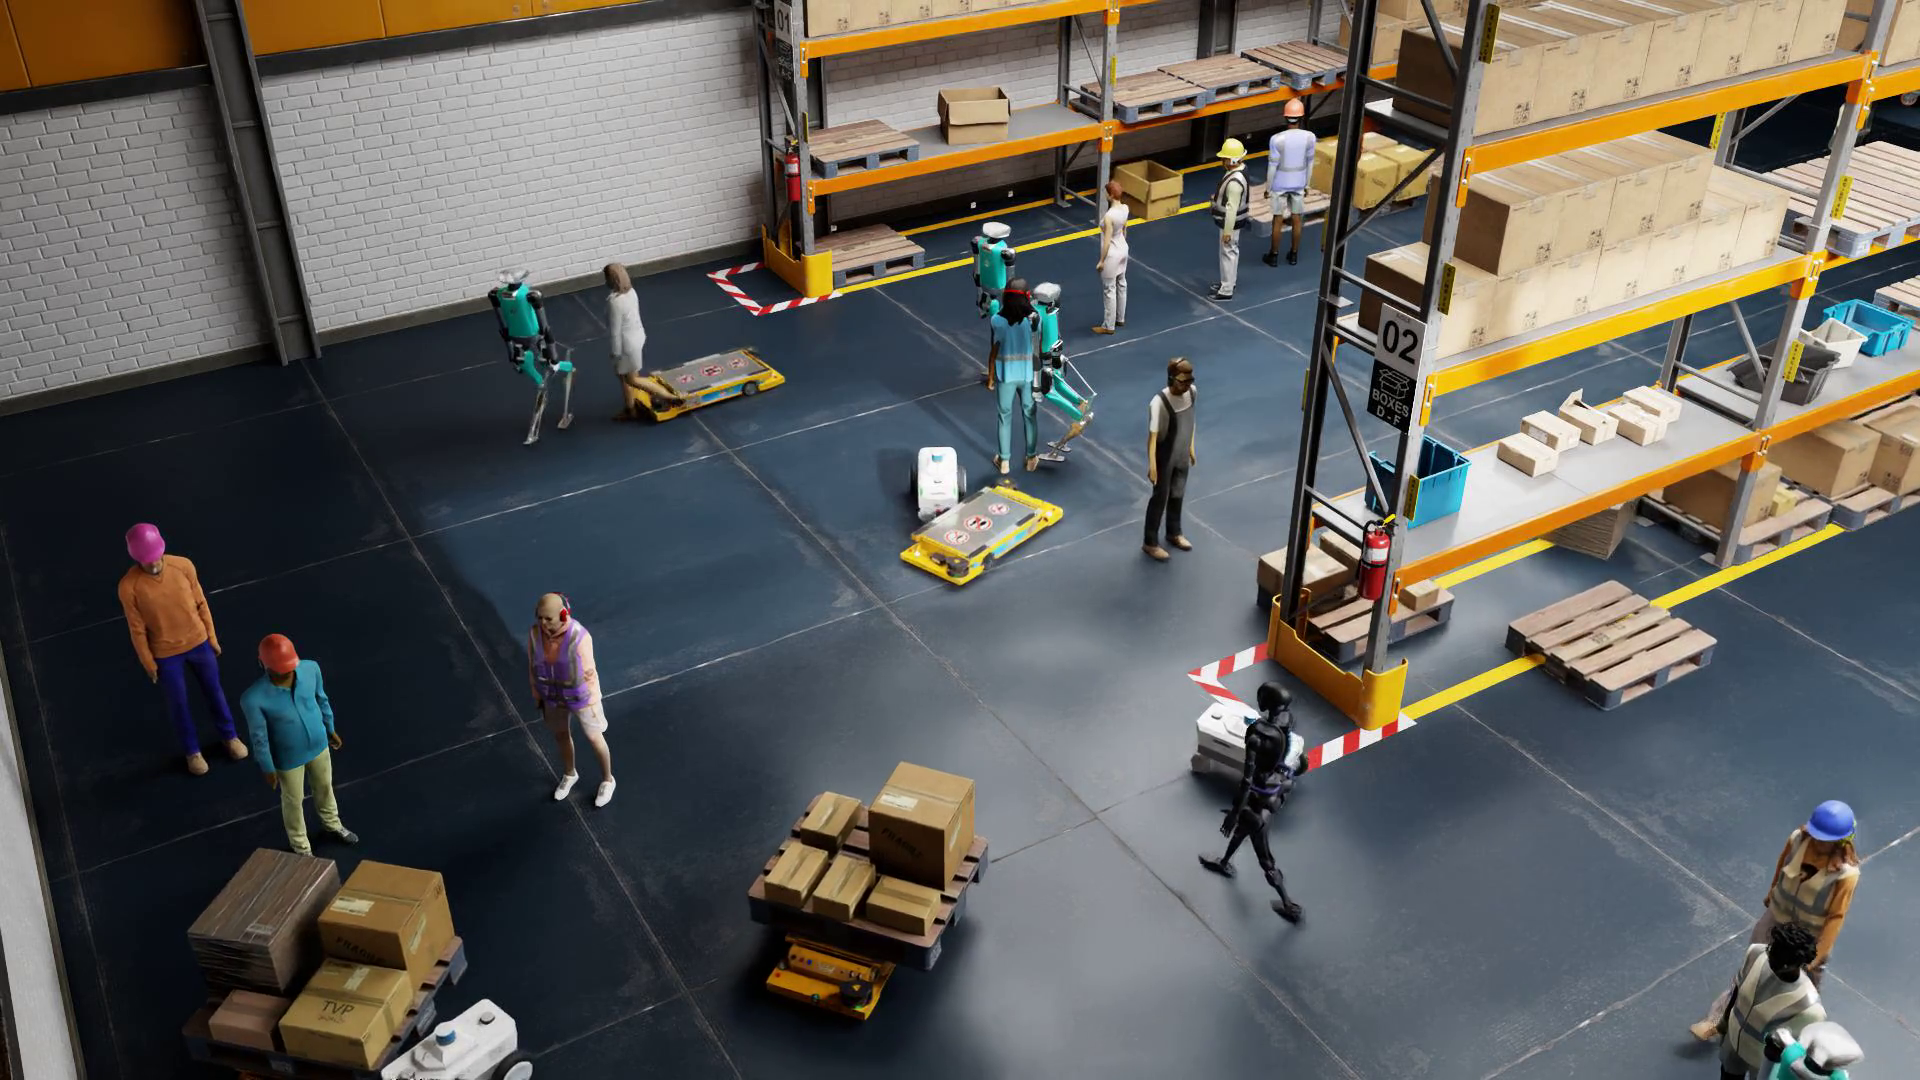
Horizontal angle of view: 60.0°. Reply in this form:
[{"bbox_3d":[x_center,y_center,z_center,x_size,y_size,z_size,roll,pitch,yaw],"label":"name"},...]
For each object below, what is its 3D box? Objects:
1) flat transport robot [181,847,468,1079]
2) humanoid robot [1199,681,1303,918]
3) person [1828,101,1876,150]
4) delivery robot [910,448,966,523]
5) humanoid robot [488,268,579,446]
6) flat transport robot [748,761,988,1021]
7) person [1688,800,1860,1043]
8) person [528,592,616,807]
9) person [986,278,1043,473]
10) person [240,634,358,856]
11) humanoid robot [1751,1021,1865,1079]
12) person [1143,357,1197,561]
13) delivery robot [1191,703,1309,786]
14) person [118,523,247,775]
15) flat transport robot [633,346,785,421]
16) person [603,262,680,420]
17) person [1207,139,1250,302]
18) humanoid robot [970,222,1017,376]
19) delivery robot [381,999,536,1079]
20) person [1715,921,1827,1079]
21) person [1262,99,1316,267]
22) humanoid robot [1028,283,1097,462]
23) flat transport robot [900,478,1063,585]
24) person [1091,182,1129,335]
[{"bbox_3d":[-3.620,2.821,9.586,0.659,0.231,1.431,7,33,11],"label":"flat transport robot"},{"bbox_3d":[1.872,1.586,10.289,0.790,1.642,0.604,22,38,31],"label":"humanoid robot"},{"bbox_3d":[10.695,-4.687,20.082,0.563,1.838,0.389,-17,36,-25],"label":"person"},{"bbox_3d":[-0.184,-0.521,14.663,0.524,0.613,0.785,0,32,-1],"label":"delivery robot"},{"bbox_3d":[-3.931,-1.772,15.540,0.582,1.772,0.891,9,33,13],"label":"humanoid robot"},{"bbox_3d":[-0.592,2.339,10.354,0.659,0.231,1.431,12,34,18],"label":"flat transport robot"},{"bbox_3d":[4.622,2.147,9.267,0.935,1.723,0.492,-18,36,-26],"label":"person"},{"bbox_3d":[-2.605,1.050,11.077,0.486,1.685,0.352,7,33,11],"label":"person"},{"bbox_3d":[0.500,-1.459,14.904,0.521,1.869,0.394,-2,32,-4],"label":"person"},{"bbox_3d":[-4.190,1.321,10.581,0.344,1.746,0.572,20,37,28],"label":"person"},{"bbox_3d":[4.108,2.950,8.021,0.686,1.822,0.542,-13,34,-20],"label":"humanoid robot"},{"bbox_3d":[1.739,-0.677,13.694,0.510,1.836,0.344,-25,40,-34],"label":"person"},{"bbox_3d":[2.009,1.448,11.514,0.803,0.603,0.499,21,38,30],"label":"delivery robot"},{"bbox_3d":[-5.329,0.723,11.333,0.517,1.974,0.398,-26,40,-35],"label":"person"},{"bbox_3d":[-2.528,-1.568,16.585,1.431,0.231,0.659,-21,38,-29],"label":"flat transport robot"},{"bbox_3d":[-3.062,-1.854,15.753,0.668,1.624,0.493,-1,32,-1],"label":"person"},{"bbox_3d":[2.943,-3.498,18.206,0.403,1.824,0.594,8,33,12],"label":"person"},{"bbox_3d":[0.486,-2.385,16.379,0.533,1.677,0.735,27,41,36],"label":"humanoid robot"},{"bbox_3d":[-2.772,2.898,9.191,0.525,0.592,0.764,24,40,33],"label":"delivery robot"},{"bbox_3d":[4.120,2.612,8.577,0.320,1.693,0.532,-8,33,-13],"label":"person"},{"bbox_3d":[3.740,-4.070,19.013,0.542,1.930,0.371,-4,32,-7],"label":"person"},{"bbox_3d":[0.950,-1.466,14.921,0.735,1.671,0.533,16,35,24],"label":"humanoid robot"},{"bbox_3d":[0.198,-0.086,14.221,0.659,0.231,1.431,23,39,32],"label":"flat transport robot"},{"bbox_3d":[1.603,-2.980,17.527,0.286,1.658,0.439,20,37,29],"label":"person"}]
